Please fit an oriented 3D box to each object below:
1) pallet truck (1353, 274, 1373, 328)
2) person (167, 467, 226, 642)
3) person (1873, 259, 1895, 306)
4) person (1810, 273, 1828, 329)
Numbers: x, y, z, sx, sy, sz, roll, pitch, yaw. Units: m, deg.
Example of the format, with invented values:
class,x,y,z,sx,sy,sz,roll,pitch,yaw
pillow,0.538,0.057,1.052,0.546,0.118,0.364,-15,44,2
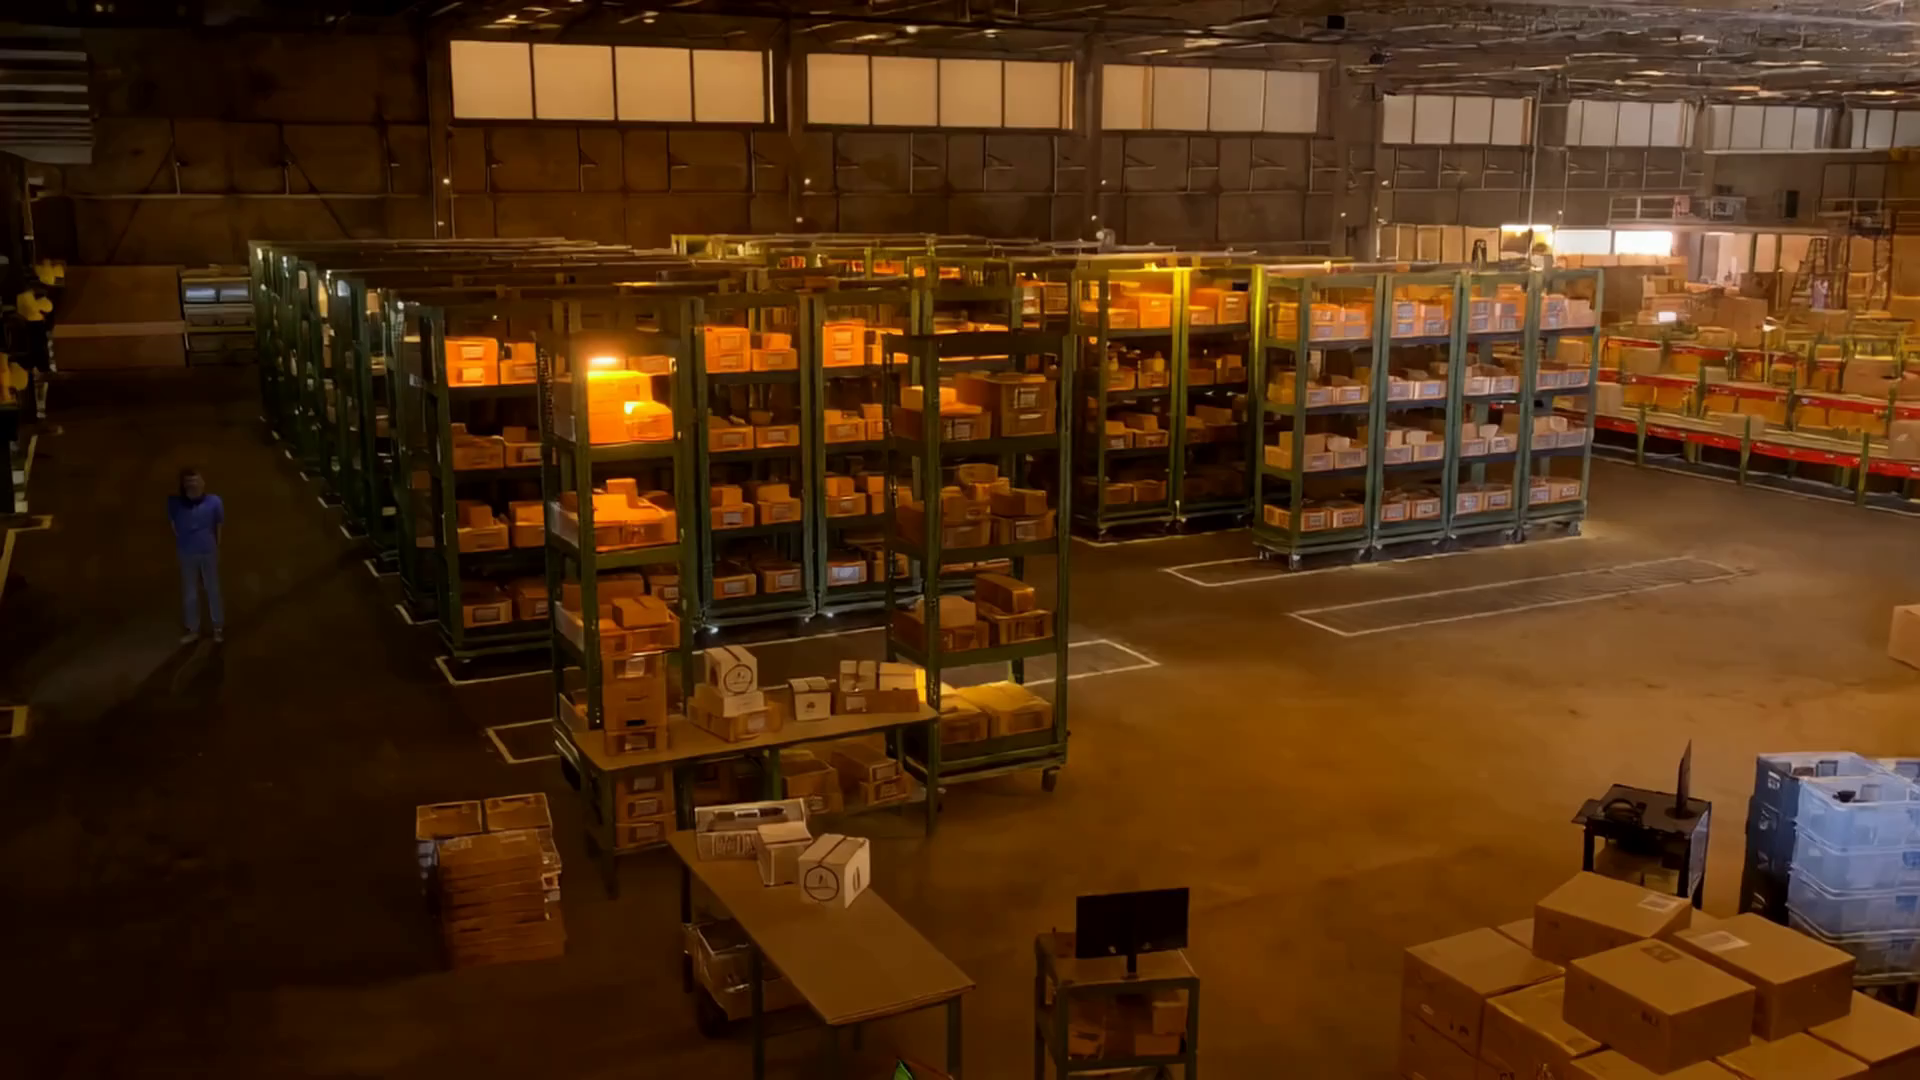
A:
class,x,y,z,sx,sy,sz,roll,pitch,yaw
pallet truck,13.011,-8.050,55.243,0.823,1.965,1.885,-7,14,-28
person,-7.916,0.141,17.305,0.563,1.837,0.389,-1,12,-5
person,36.491,-10.143,65.450,0.595,1.828,1.025,-6,14,-27
person,26.467,-7.249,51.454,0.870,2.008,0.611,3,12,15
